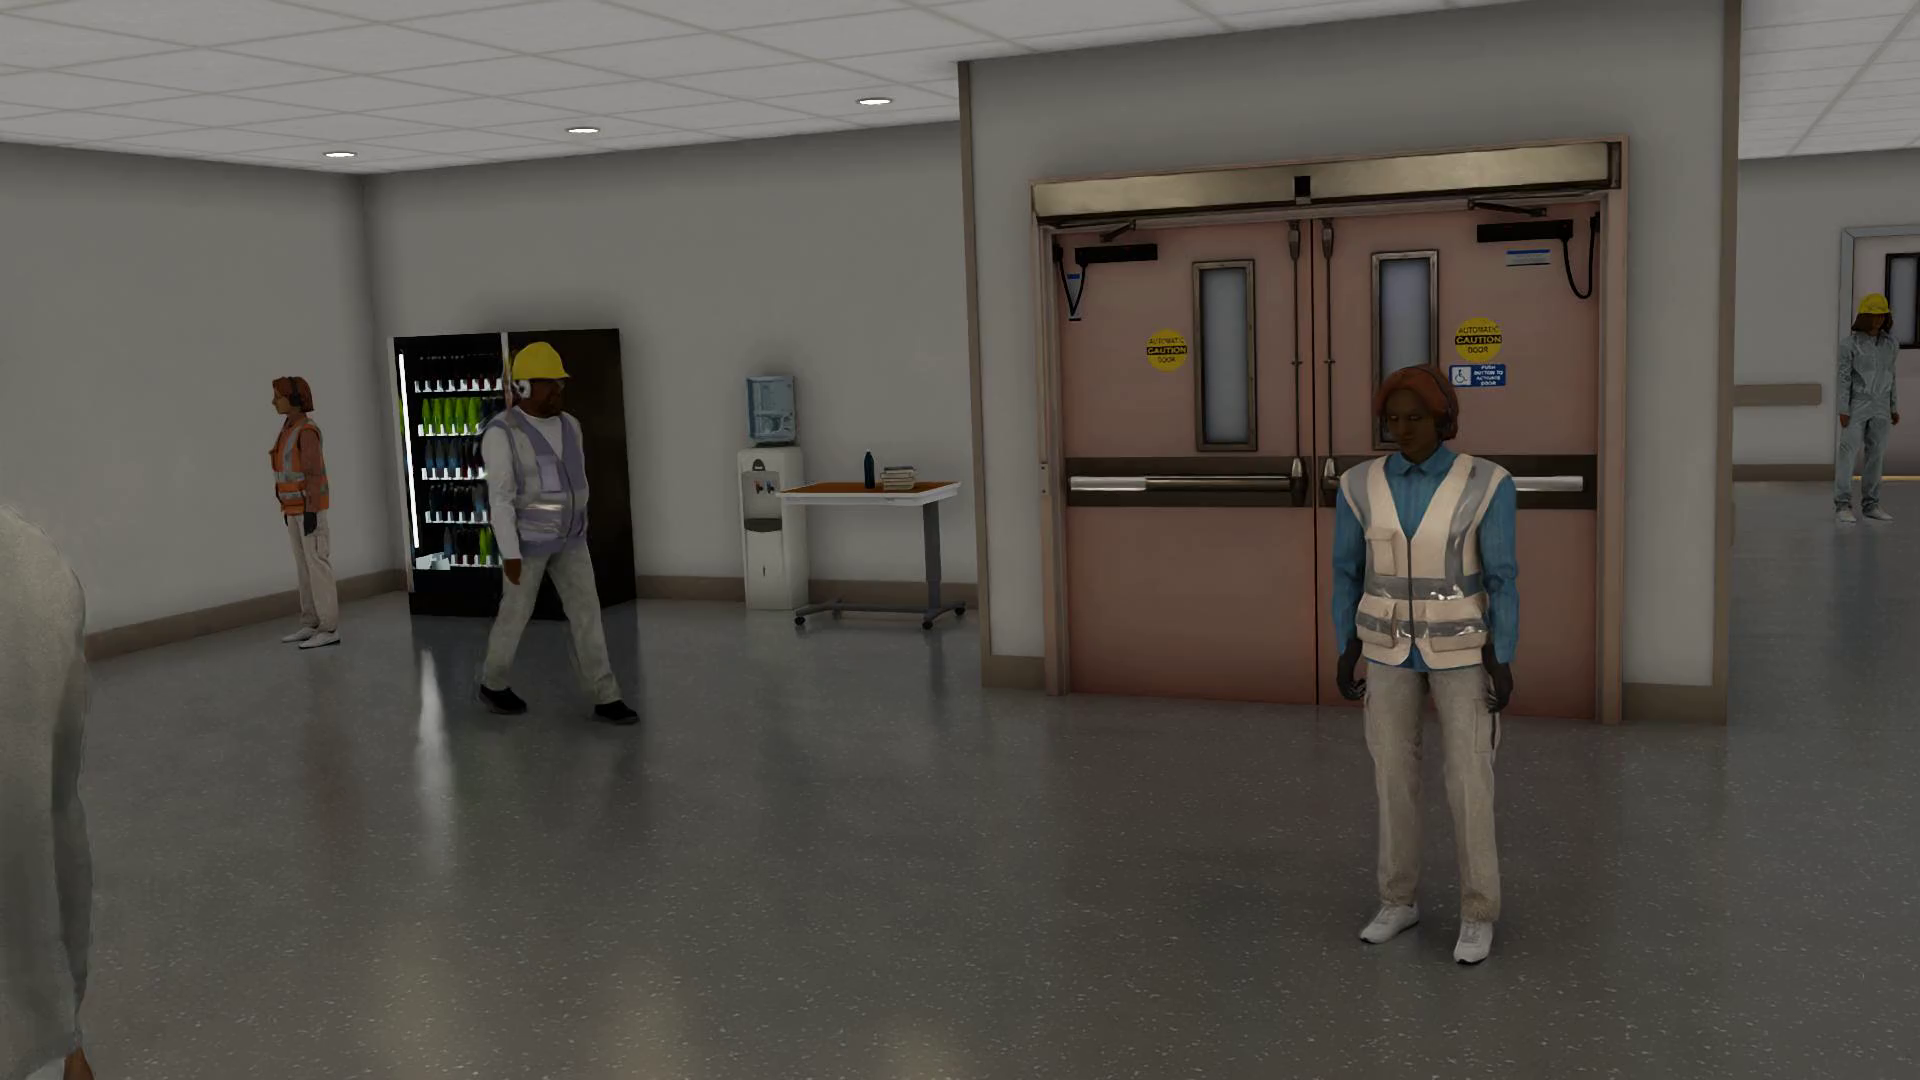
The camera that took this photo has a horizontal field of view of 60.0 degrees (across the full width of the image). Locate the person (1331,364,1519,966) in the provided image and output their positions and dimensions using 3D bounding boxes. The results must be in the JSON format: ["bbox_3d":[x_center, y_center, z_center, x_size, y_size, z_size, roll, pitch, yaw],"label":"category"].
[{"bbox_3d":[1.284,0.332,4.598,0.522,1.631,0.321,3,9,34],"label":"person"}]

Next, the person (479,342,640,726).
[{"bbox_3d":[-1.969,-0.028,7.784,0.947,1.789,0.602,3,9,35],"label":"person"}]

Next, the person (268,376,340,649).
[{"bbox_3d":[-3.966,-0.171,10.054,0.309,1.641,0.514,-8,9,-38],"label":"person"}]

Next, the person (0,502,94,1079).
[{"bbox_3d":[-1.217,0.637,1.867,0.398,1.937,0.652,-2,7,3],"label":"person"}]

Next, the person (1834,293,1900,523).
[{"bbox_3d":[6.918,-0.997,12.648,0.492,1.742,0.323,-3,7,-9],"label":"person"}]
